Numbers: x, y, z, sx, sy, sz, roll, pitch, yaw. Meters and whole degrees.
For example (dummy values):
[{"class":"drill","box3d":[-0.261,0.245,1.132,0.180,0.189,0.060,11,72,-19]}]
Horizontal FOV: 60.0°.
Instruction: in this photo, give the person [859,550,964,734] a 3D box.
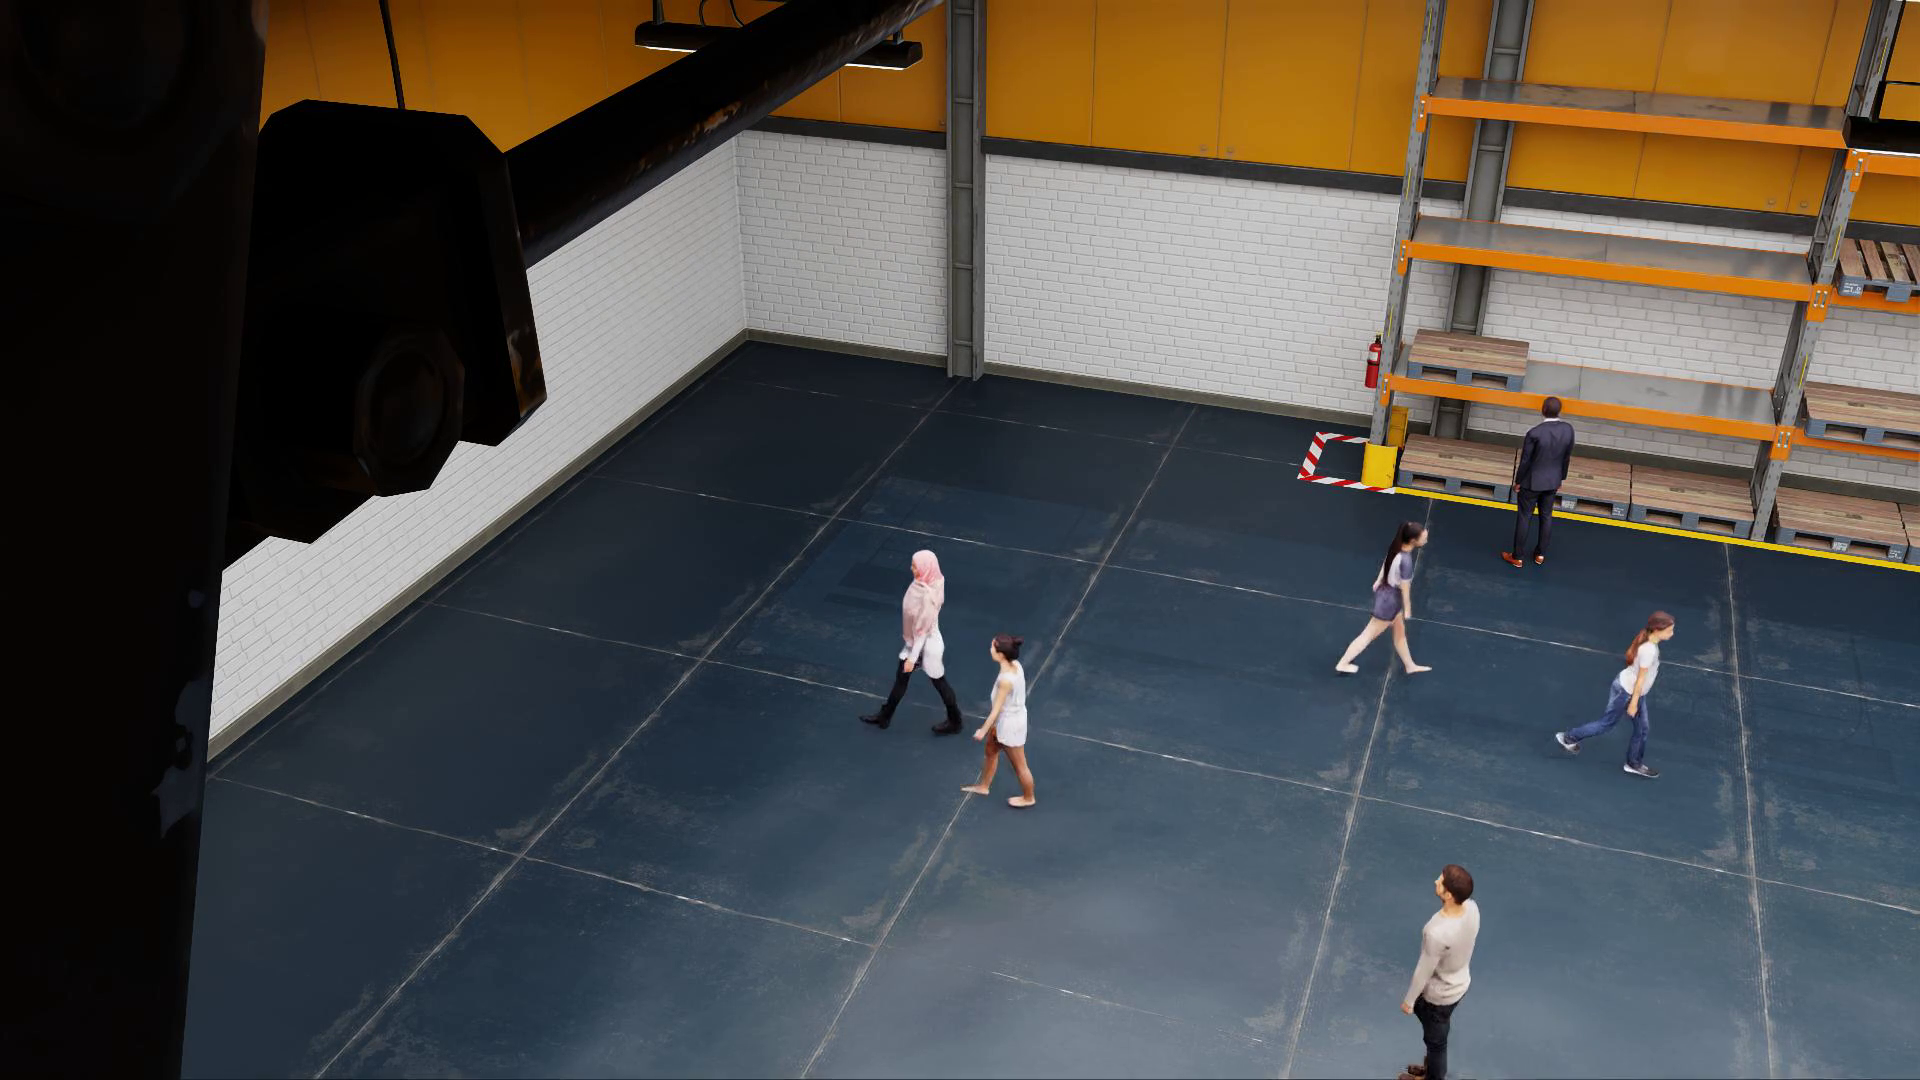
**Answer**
[{"class":"person","box3d":[-0.187,0.902,13.931,1.209,1.766,1.023,-6,29,-11]}]

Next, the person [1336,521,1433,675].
[{"class":"person","box3d":[3.706,0.554,14.756,1.120,1.587,0.753,2,29,3]}]

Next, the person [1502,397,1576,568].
[{"class":"person","box3d":[5.785,-0.583,16.593,0.720,1.824,0.851,-4,29,-8]}]

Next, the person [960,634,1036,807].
[{"class":"person","box3d":[0.469,1.452,13.096,0.895,1.599,0.673,3,29,6]}]

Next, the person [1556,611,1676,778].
[{"class":"person","box3d":[5.394,1.233,13.579,1.080,1.521,0.642,14,32,24]}]

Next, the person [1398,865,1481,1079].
[{"class":"person","box3d":[3.067,2.819,10.320,0.718,1.859,0.755,23,36,35]}]
